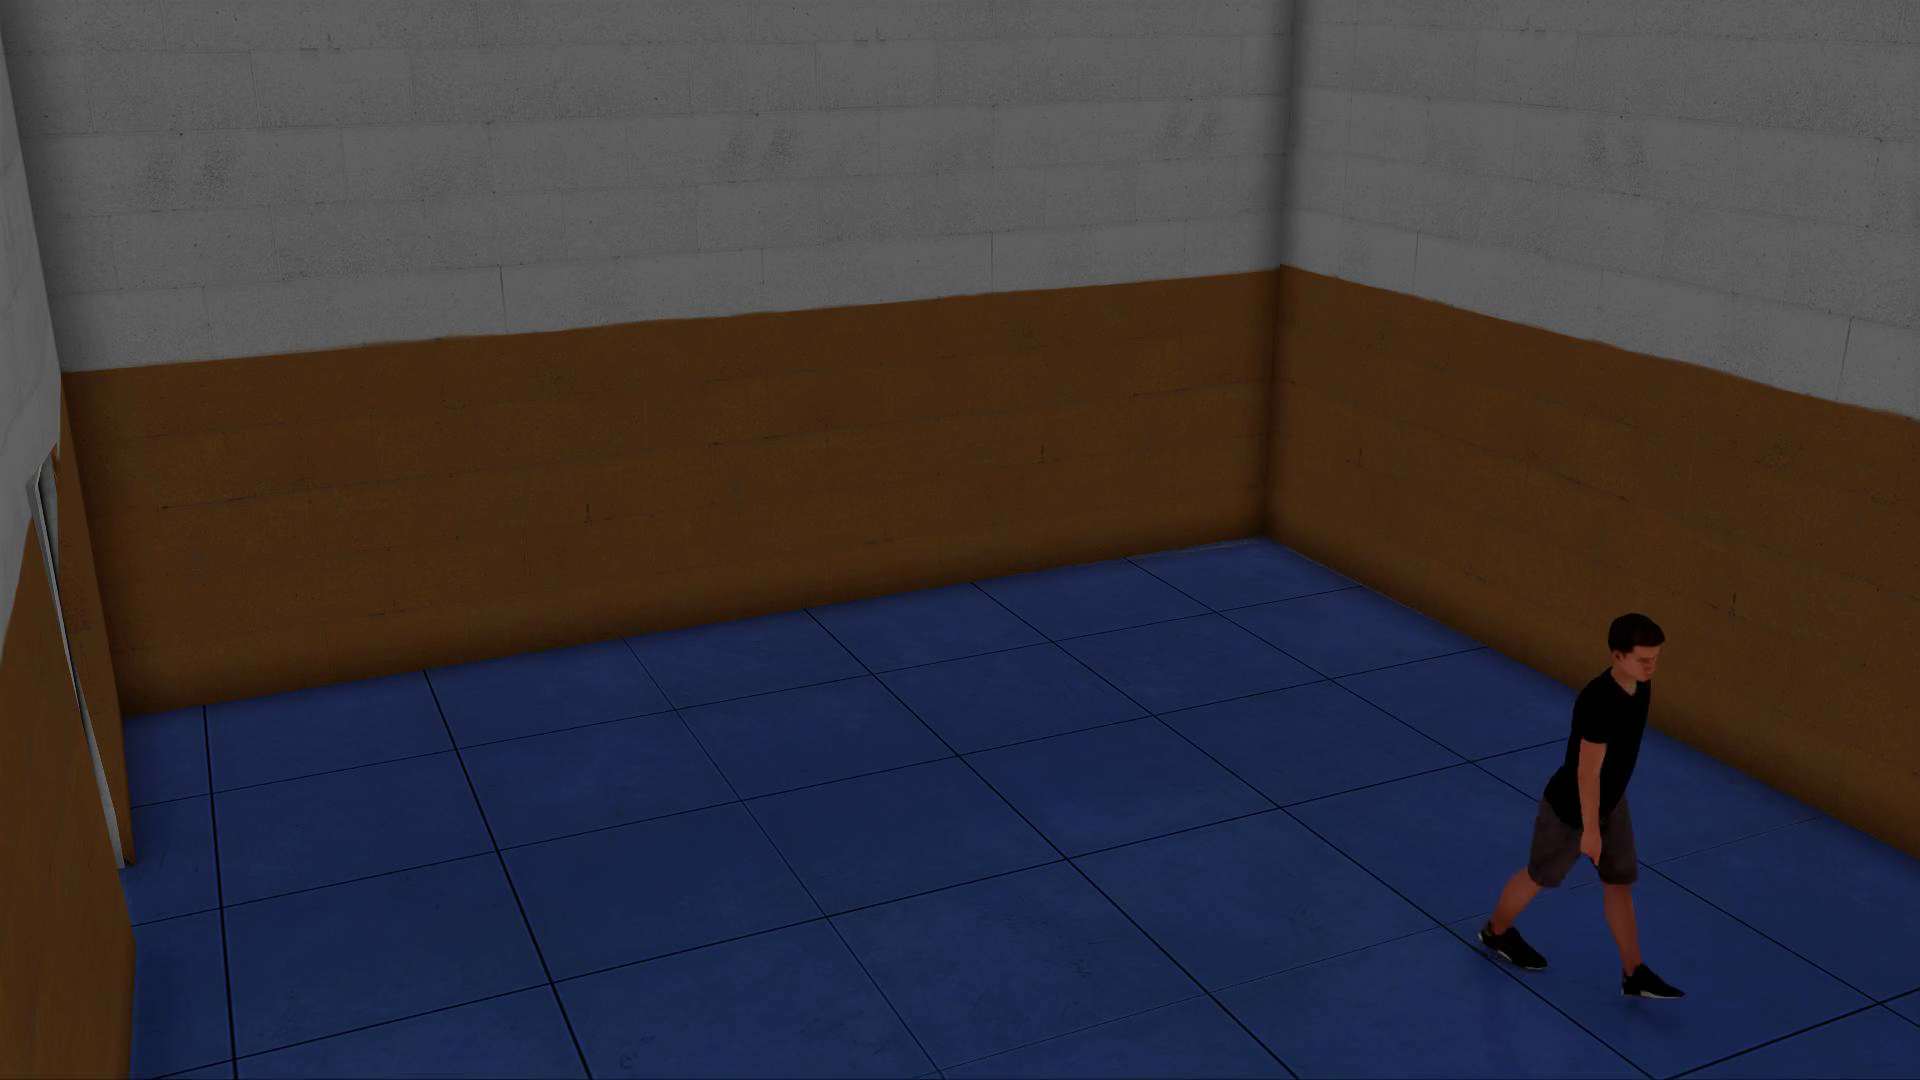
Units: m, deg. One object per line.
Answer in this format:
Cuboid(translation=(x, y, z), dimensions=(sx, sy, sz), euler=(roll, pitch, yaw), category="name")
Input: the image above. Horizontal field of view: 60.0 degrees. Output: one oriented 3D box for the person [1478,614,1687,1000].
Cuboid(translation=(2.679, 1.126, 7.343), dimensions=(1.004, 1.814, 1.207), euler=(16, 24, 39), category="person")
